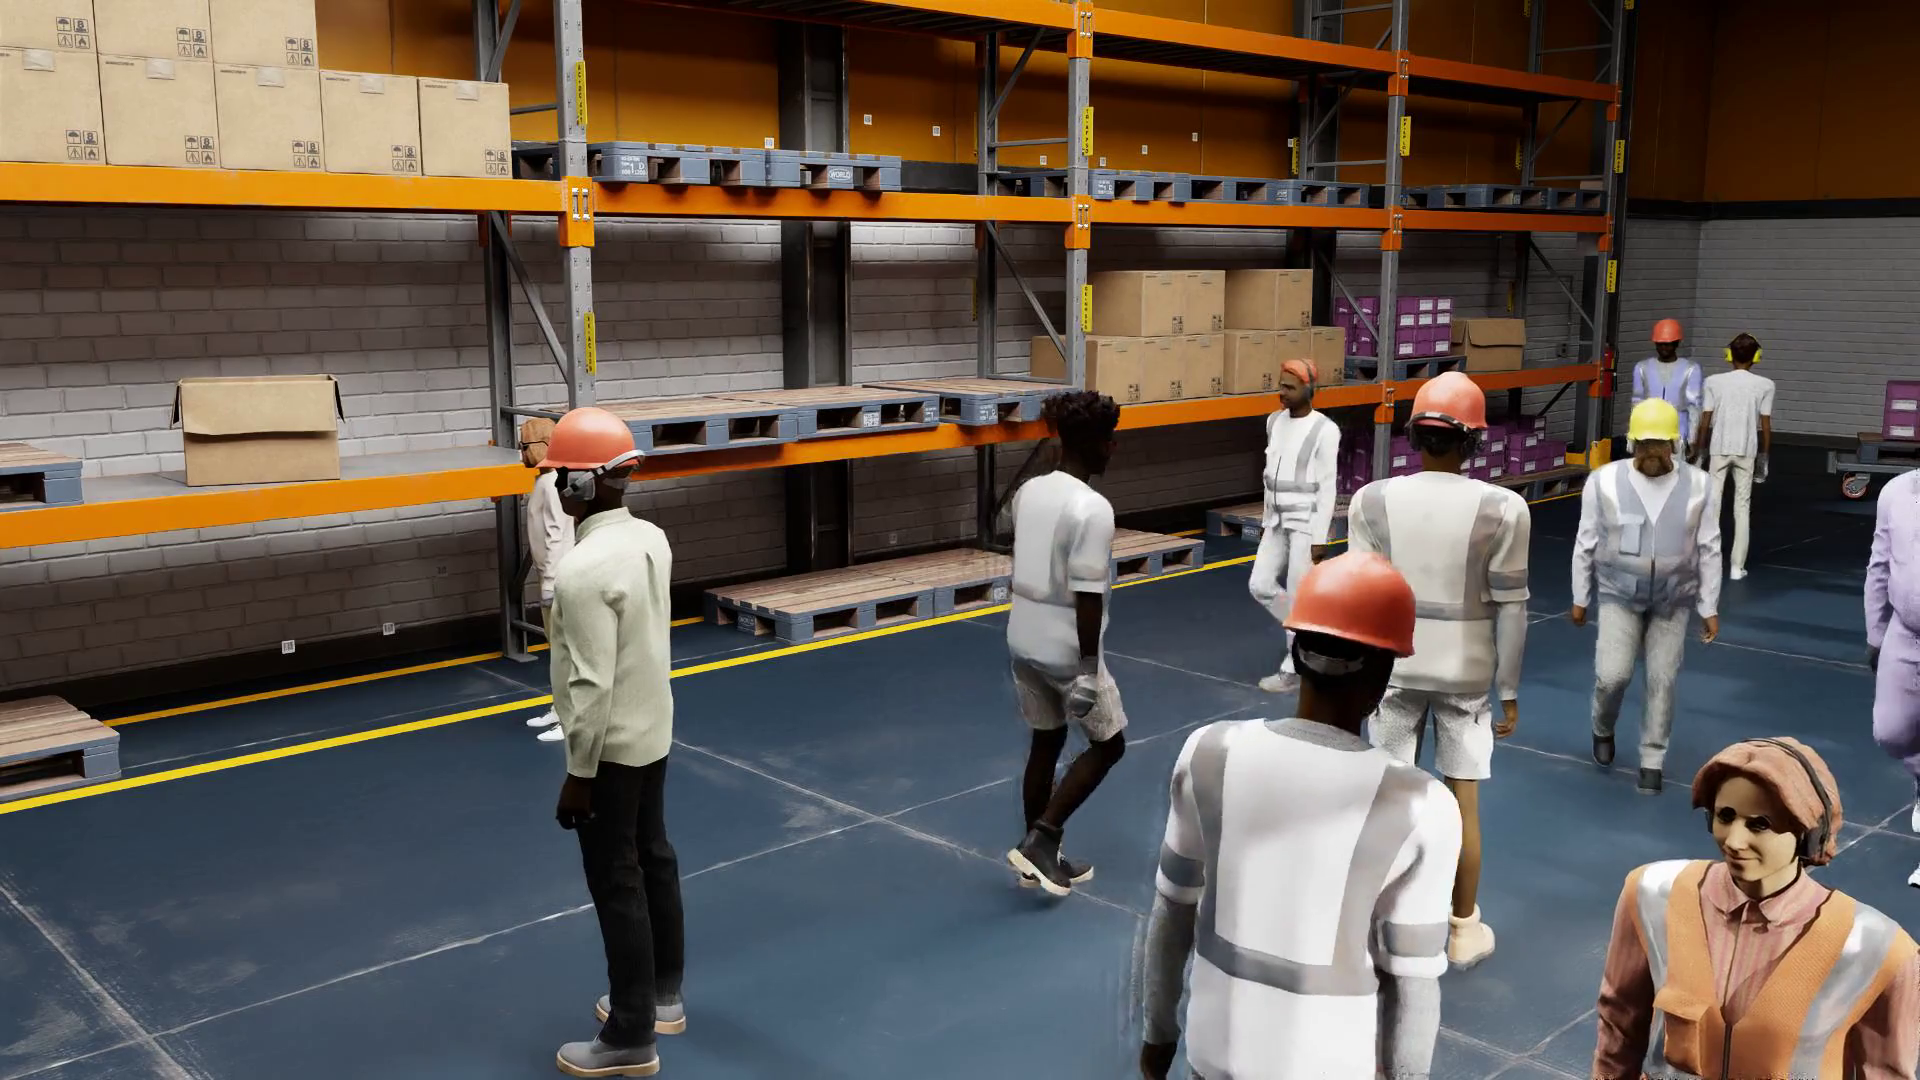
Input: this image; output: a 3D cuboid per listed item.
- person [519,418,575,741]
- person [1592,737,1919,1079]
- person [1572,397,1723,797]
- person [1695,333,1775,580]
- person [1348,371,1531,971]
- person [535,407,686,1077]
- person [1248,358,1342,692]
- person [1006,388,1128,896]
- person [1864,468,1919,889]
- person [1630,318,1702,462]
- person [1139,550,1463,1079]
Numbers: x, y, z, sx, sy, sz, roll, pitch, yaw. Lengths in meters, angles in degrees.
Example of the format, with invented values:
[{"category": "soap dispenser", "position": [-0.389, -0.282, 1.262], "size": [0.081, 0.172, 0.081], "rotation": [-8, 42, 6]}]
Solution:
[{"category": "person", "position": [-2.071, 0.192, 8.430], "size": [0.283, 1.626, 0.497], "rotation": [-4, 10, -20]}, {"category": "person", "position": [1.351, 1.132, 2.885], "size": [0.517, 1.639, 0.313], "rotation": [9, 13, 43]}, {"category": "person", "position": [3.103, 0.250, 7.540], "size": [0.616, 1.812, 0.463], "rotation": [3, 10, 15]}, {"category": "person", "position": [5.831, -0.622, 12.566], "size": [0.518, 1.850, 0.360], "rotation": [5, 11, 25]}, {"category": "person", "position": [1.624, 0.447, 5.715], "size": [0.609, 2.043, 0.397], "rotation": [5, 11, 27]}, {"category": "person", "position": [-1.048, 0.599, 4.963], "size": [0.397, 1.992, 0.623], "rotation": [2, 10, 11]}, {"category": "person", "position": [1.880, -0.079, 9.292], "size": [0.452, 1.872, 0.609], "rotation": [-5, 11, -26]}, {"category": "person", "position": [0.394, 0.399, 6.271], "size": [0.425, 1.945, 0.629], "rotation": [-6, 11, -31]}, {"category": "person", "position": [3.899, 0.388, 6.535], "size": [0.611, 1.890, 0.651], "rotation": [-8, 12, -38]}, {"category": "person", "position": [5.867, -0.882, 13.866], "size": [0.559, 1.915, 0.485], "rotation": [5, 11, 29]}, {"category": "person", "position": [0.556, 0.978, 3.027], "size": [0.613, 1.896, 0.813], "rotation": [6, 11, 31]}]
